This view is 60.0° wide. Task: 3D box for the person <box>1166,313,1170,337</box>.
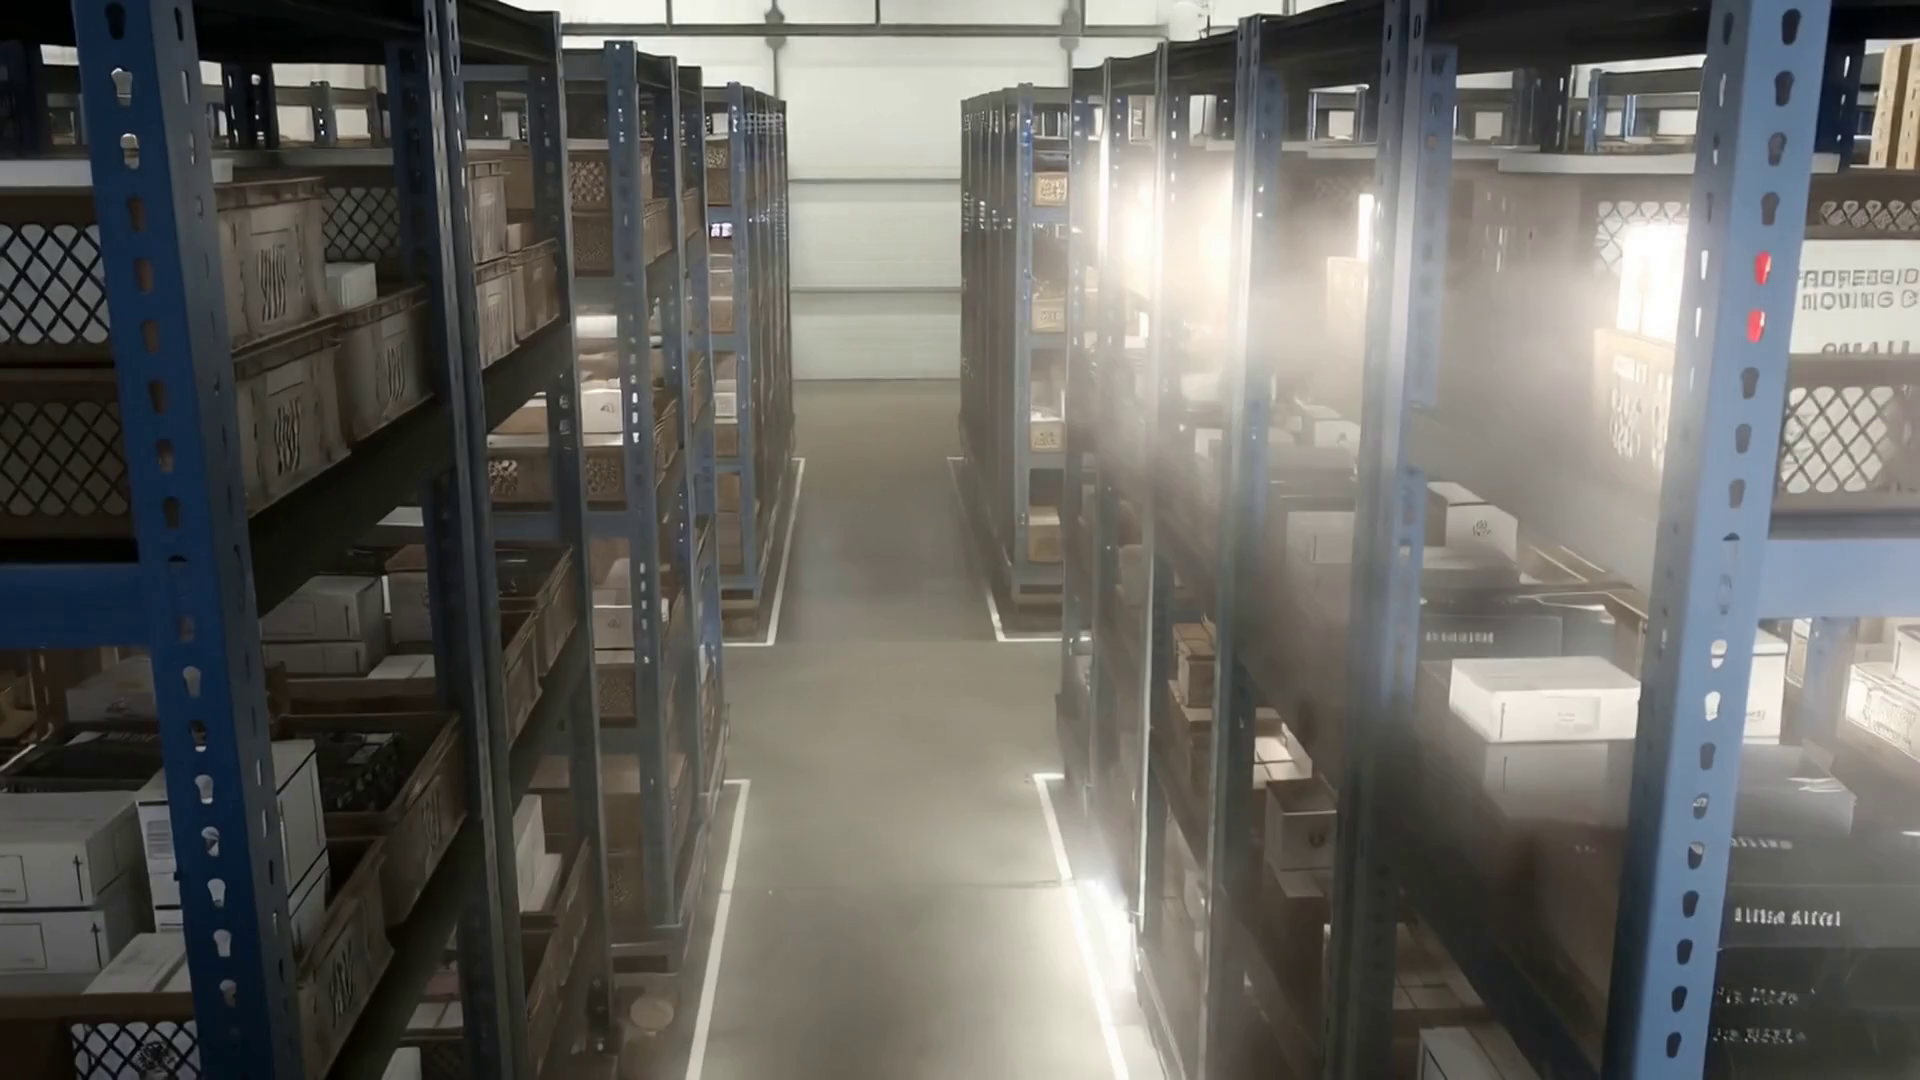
[{"bbox_3d":[2.565,-2.168,18.798,0.777,1.809,0.599,-3,14,-13],"label":"person"}]
